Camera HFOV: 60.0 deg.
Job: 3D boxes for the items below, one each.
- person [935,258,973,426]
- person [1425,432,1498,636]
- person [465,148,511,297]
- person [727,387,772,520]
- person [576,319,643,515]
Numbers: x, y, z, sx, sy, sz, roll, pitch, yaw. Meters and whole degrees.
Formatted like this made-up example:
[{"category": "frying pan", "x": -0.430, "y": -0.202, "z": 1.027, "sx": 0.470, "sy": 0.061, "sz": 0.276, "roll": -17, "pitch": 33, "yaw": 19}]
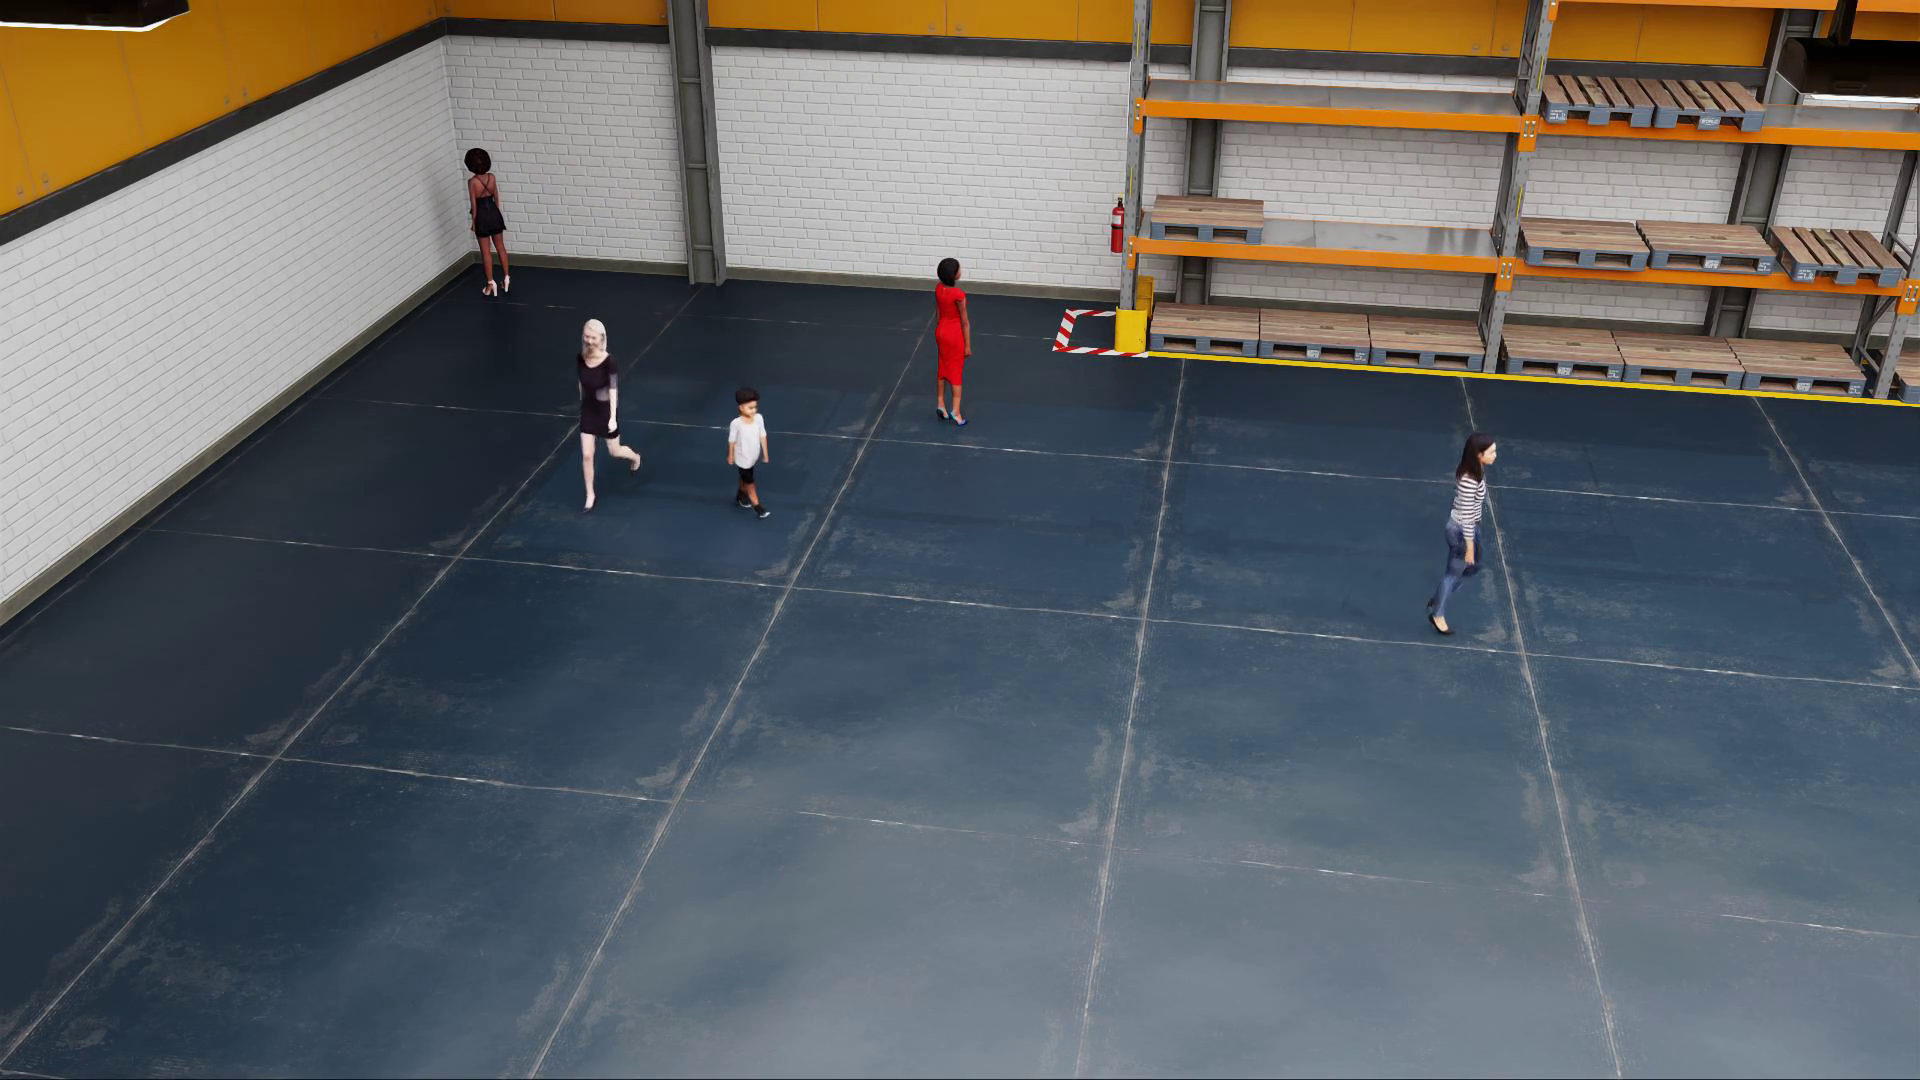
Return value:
[{"category": "person", "x": -0.094, "y": -1.986, "z": 16.636, "sx": 0.704, "sy": 1.744, "sz": 0.612, "roll": -25, "pitch": 37, "yaw": -38}, {"category": "person", "x": 3.840, "y": -0.037, "z": 13.028, "sx": 0.657, "sy": 1.778, "sz": 0.649, "roll": 9, "pitch": 30, "yaw": 16}, {"category": "person", "x": -5.665, "y": -3.818, "z": 19.946, "sx": 0.676, "sy": 1.790, "sz": 0.643, "roll": 23, "pitch": 36, "yaw": 35}, {"category": "person", "x": -1.955, "y": -0.813, "z": 15.036, "sx": 0.838, "sy": 1.217, "sz": 0.904, "roll": -19, "pitch": 34, "yaw": -30}, {"category": "person", "x": -3.195, "y": -1.154, "z": 15.048, "sx": 0.978, "sy": 1.804, "sz": 0.708, "roll": 10, "pitch": 30, "yaw": 18}]
